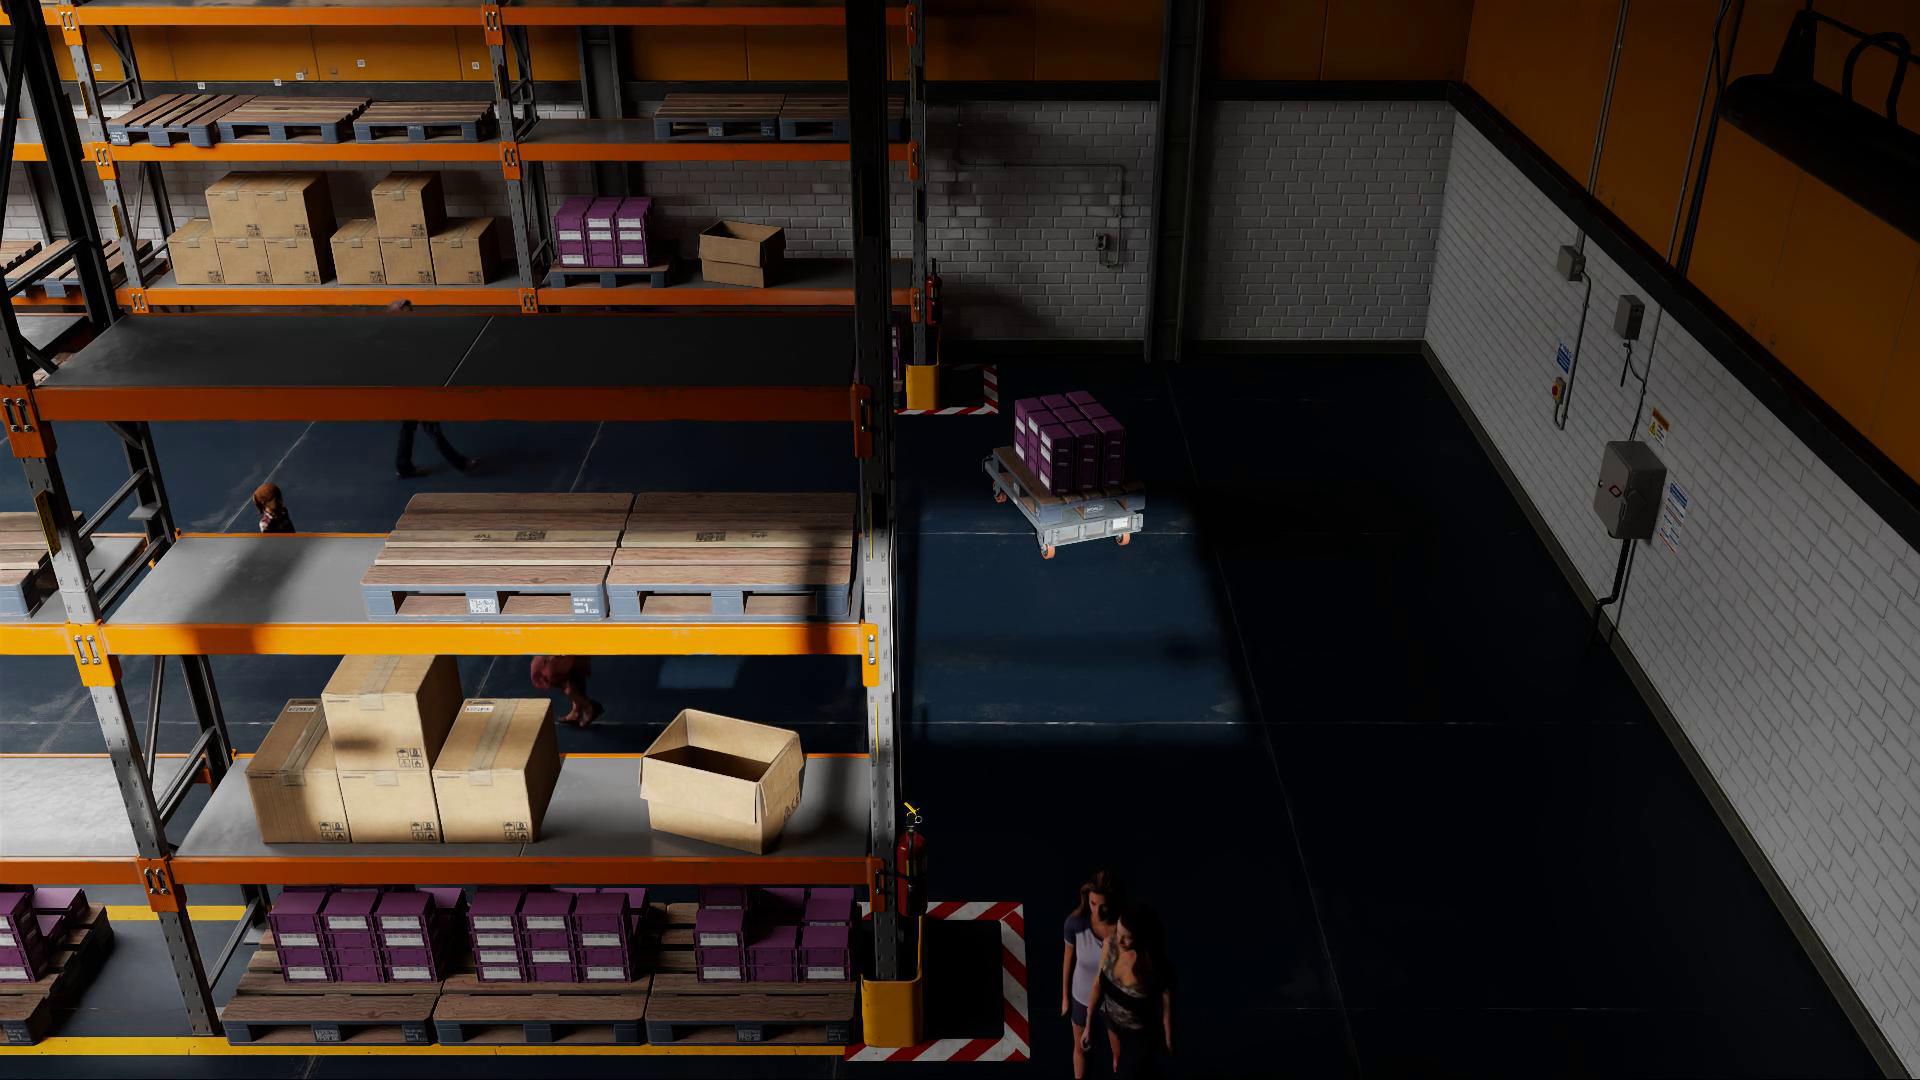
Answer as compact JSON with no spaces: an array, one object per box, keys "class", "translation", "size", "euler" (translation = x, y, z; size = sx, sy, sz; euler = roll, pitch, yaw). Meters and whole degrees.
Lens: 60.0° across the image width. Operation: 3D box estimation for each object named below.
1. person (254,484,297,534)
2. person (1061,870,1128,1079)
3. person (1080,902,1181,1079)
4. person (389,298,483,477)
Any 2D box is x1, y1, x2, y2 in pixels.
[{"class":"person","translation":[-5.457,0.129,13.411],"size":[0.523,1.305,0.543],"euler":[2,29,4]},{"class":"person","translation":[0.765,2.408,8.797],"size":[0.564,1.724,0.711],"euler":[8,30,14]},{"class":"person","translation":[0.958,2.515,8.612],"size":[1.199,1.712,1.078],"euler":[-22,36,-35]},{"class":"person","translation":[-5.278,-1.407,15.724],"size":[1.113,1.788,0.799],"euler":[-5,29,-9]}]
